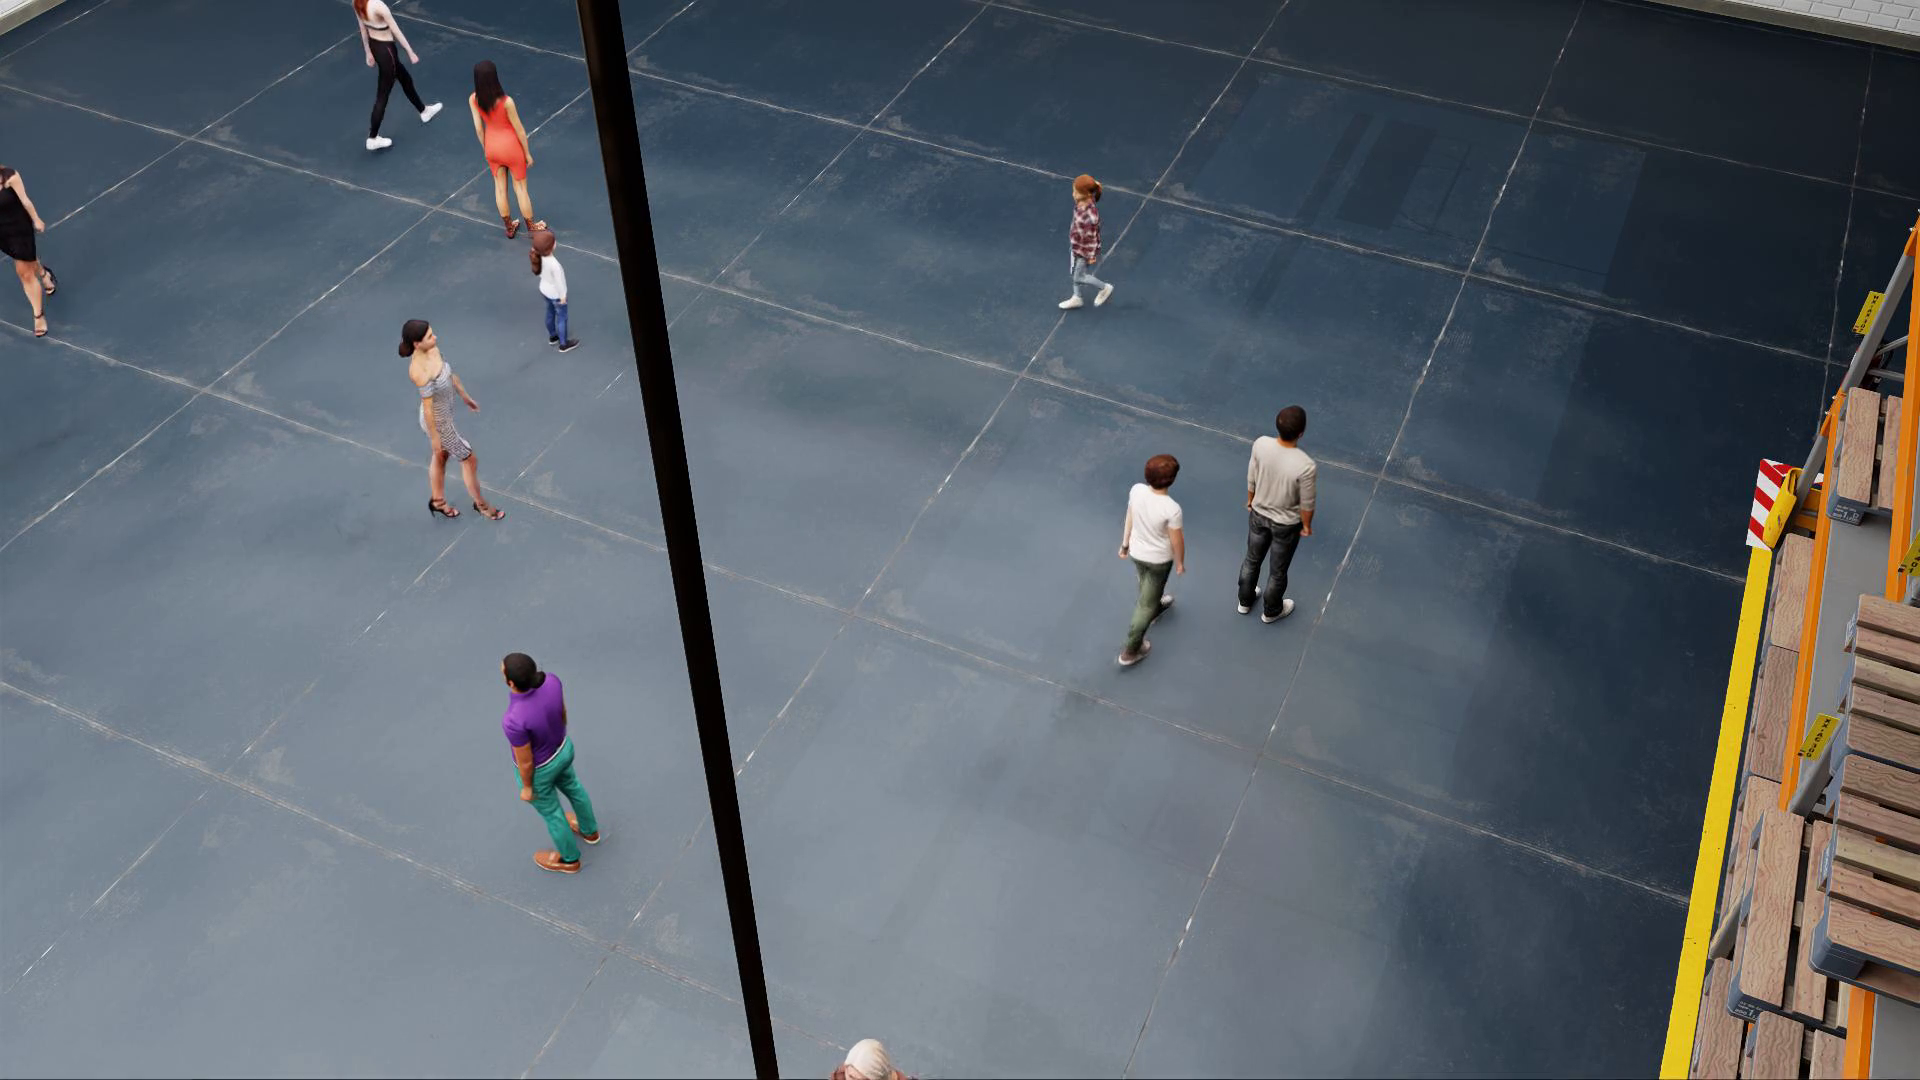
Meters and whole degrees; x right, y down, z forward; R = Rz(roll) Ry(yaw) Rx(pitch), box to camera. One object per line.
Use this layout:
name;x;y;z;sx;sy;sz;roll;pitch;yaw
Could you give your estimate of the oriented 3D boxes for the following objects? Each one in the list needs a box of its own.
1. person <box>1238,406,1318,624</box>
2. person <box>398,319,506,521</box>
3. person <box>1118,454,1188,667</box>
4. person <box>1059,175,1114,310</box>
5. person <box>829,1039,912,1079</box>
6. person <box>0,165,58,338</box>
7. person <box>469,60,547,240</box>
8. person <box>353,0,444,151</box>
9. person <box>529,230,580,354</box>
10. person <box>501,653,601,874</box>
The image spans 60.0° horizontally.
person;2.112;-0.167;11.115;0.693;1.812;0.623;28;50;26
person;-3.780;-0.813;11.800;0.884;1.802;0.849;-7;44;-7
person;1.225;0.144;10.919;0.773;1.632;1.026;32;52;29
person;1.098;-2.481;13.919;0.794;1.296;0.738;-12;45;-12
person;-0.359;2.818;8.038;0.640;1.734;0.640;13;45;13
person;-7.824;-2.576;13.746;1.004;1.672;1.164;-5;44;-5
person;-3.997;-3.411;14.588;0.643;1.719;0.617;6;44;6
person;-5.511;-4.508;15.760;0.792;1.690;1.252;29;51;27
person;-3.347;-2.049;13.600;0.497;1.110;0.525;34;53;30
person;-2.394;1.276;9.633;0.677;1.767;0.487;16;46;16
